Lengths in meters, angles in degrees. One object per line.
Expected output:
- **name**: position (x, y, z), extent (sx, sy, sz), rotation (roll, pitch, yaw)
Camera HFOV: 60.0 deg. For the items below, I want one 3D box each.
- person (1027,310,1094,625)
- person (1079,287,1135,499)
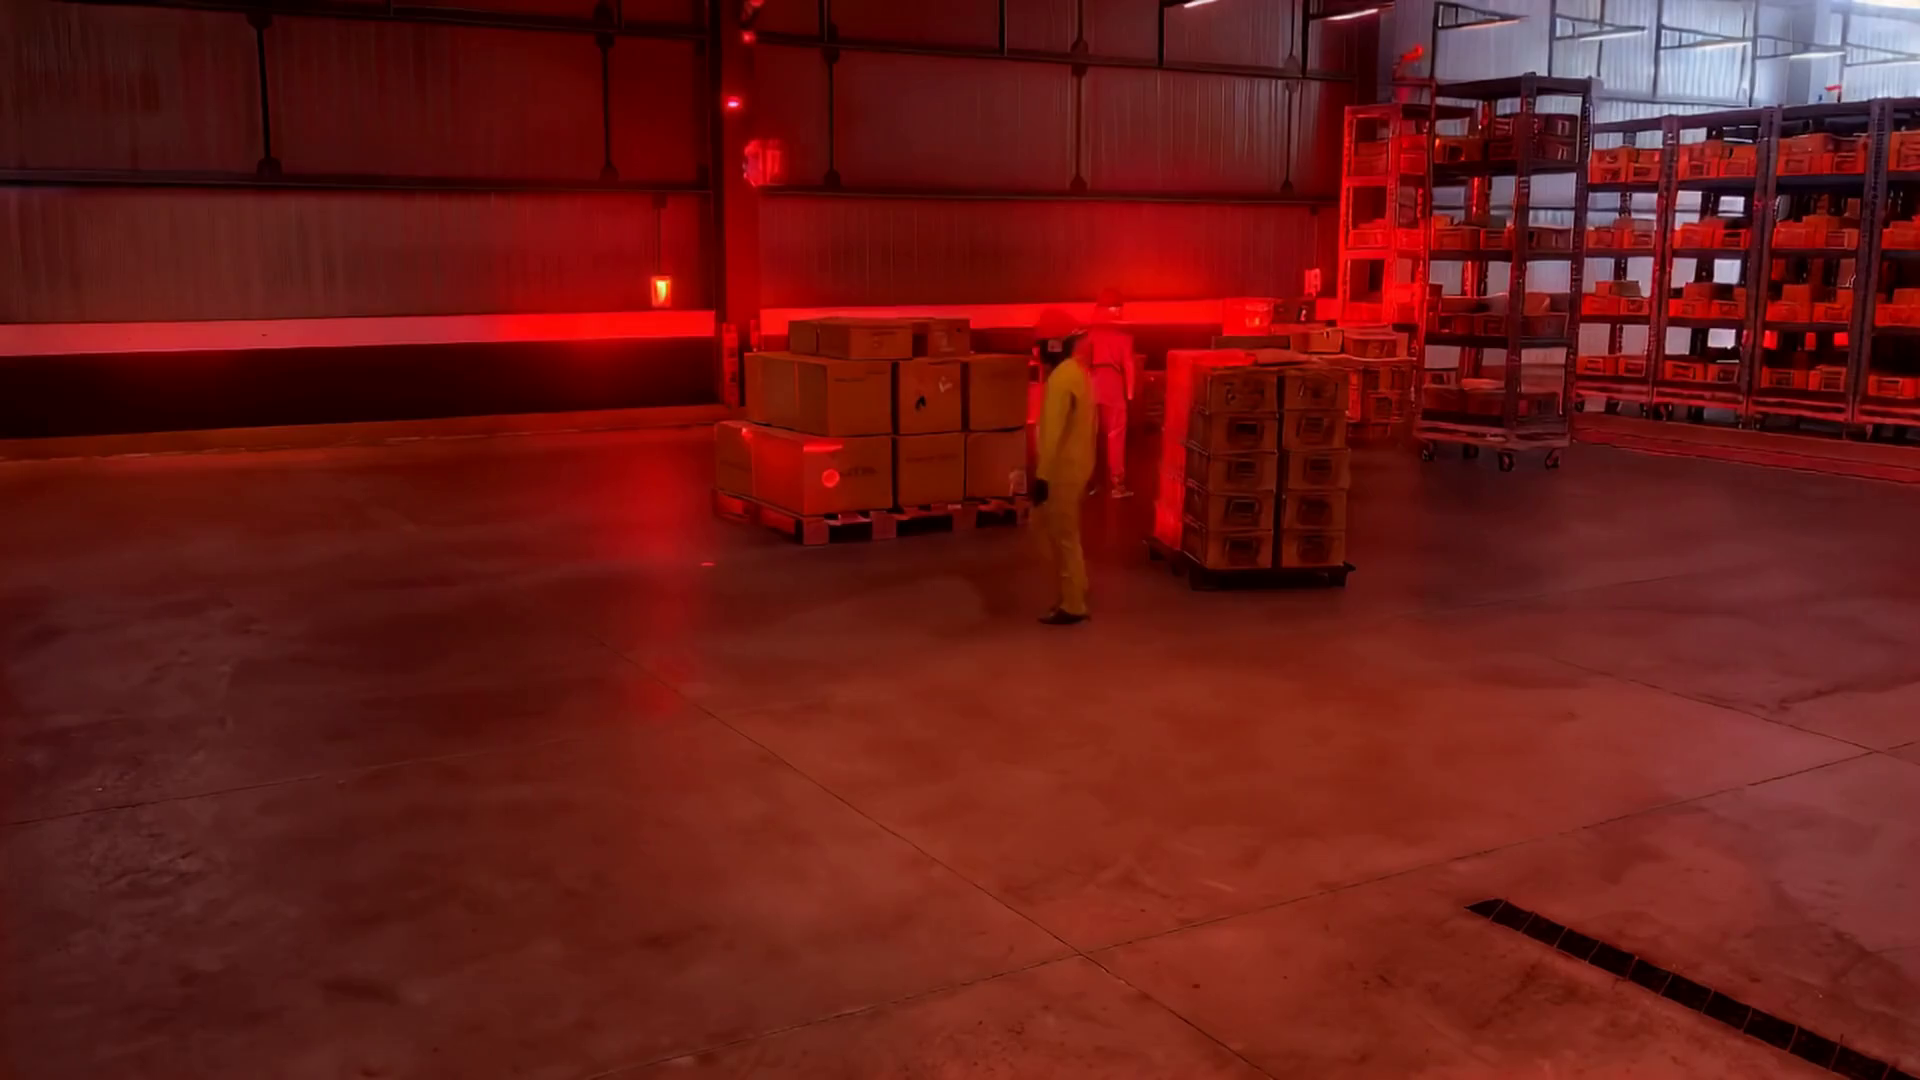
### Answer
- **person**: position (0.543, -0.383, 9.088), extent (0.397, 1.731, 0.570), rotation (1, 10, 5)
- **person**: position (1.225, -1.215, 13.774), extent (0.492, 1.742, 0.320), rotation (6, 12, 30)
